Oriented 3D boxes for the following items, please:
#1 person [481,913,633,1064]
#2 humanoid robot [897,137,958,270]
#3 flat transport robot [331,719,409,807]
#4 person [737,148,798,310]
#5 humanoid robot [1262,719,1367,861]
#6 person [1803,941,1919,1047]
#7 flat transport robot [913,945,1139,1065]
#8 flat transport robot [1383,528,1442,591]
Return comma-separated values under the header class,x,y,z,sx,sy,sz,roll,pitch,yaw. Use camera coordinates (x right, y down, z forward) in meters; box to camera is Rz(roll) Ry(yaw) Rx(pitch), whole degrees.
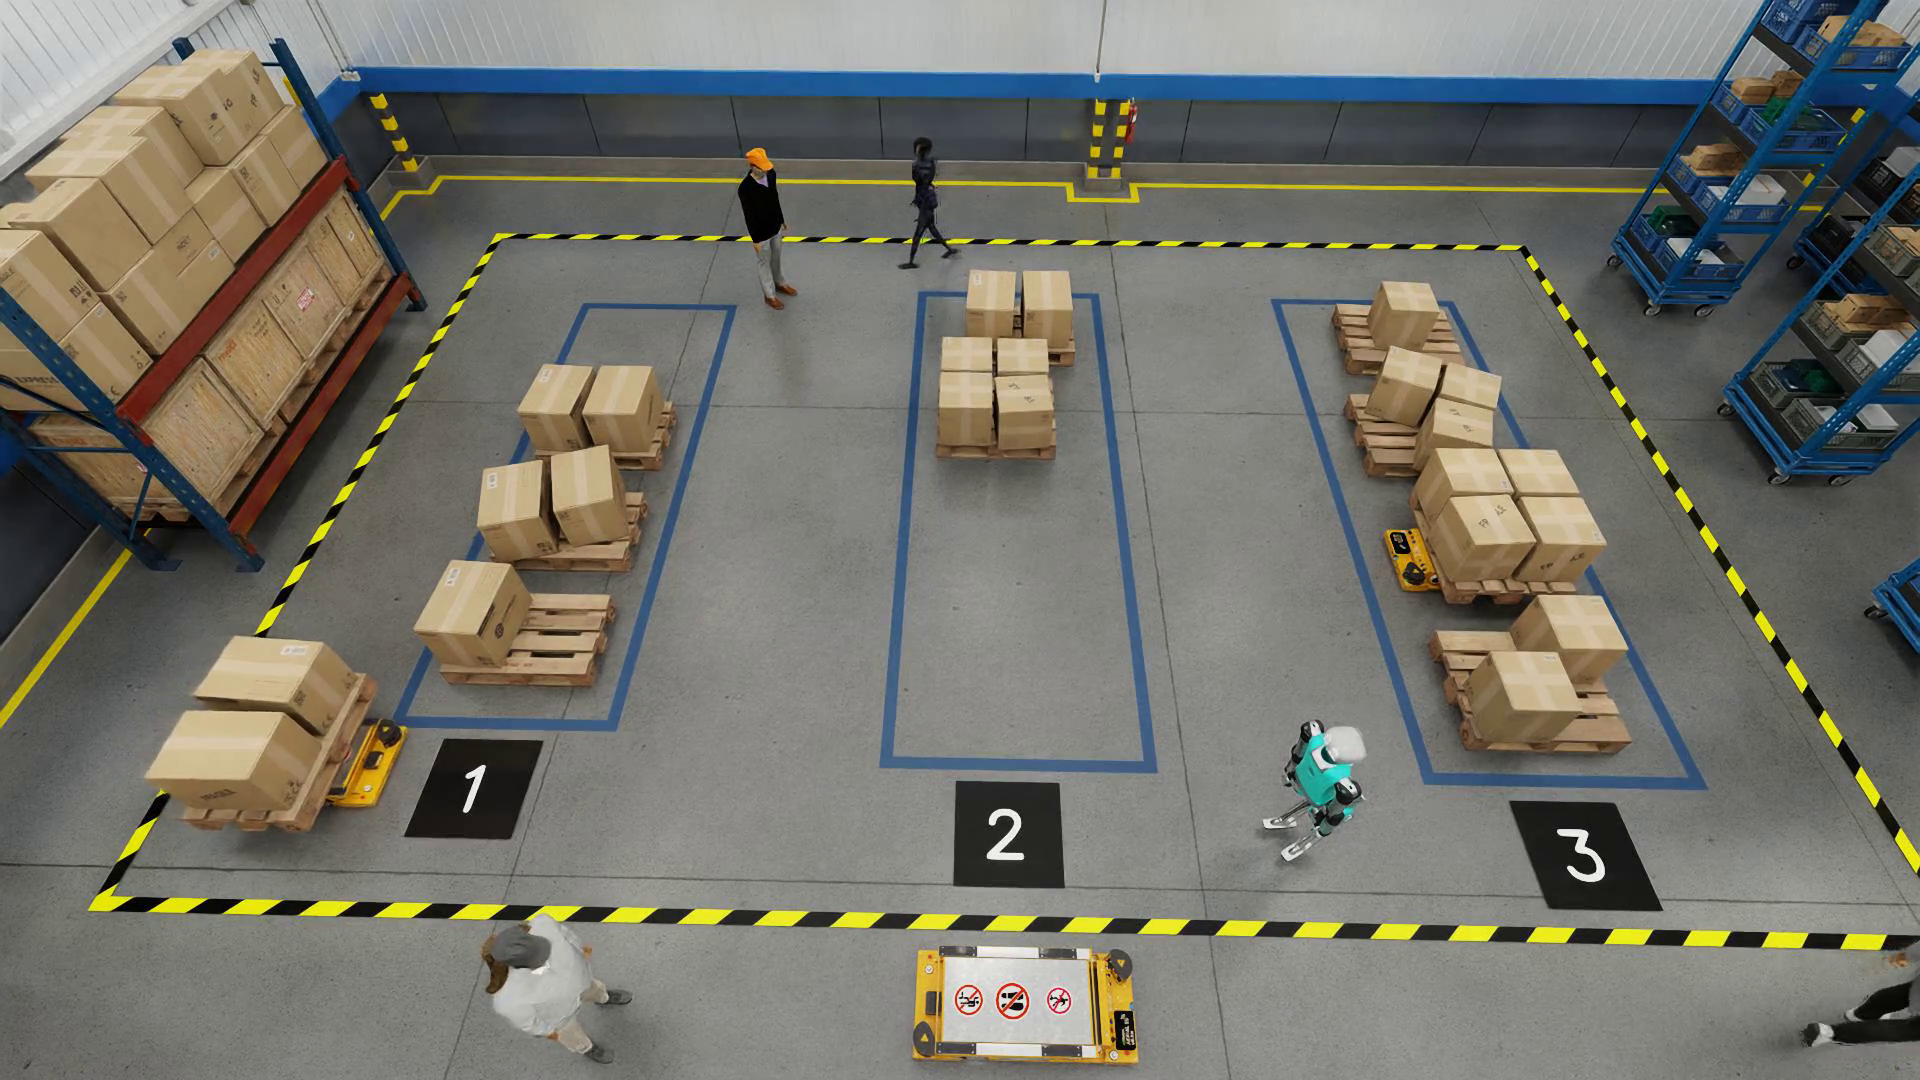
class,x,y,z,sx,sy,sz,roll,pitch,yaw
person,-2.361,2.629,5.376,0.400,1.766,0.561,6,51,5
humanoid robot,-0.385,-3.978,10.851,0.769,1.639,0.600,-7,51,-6
flat transport robot,-5.133,1.702,7.081,1.431,0.197,0.652,1,51,1
person,-2.159,-3.500,10.301,0.379,1.879,0.584,22,54,17
humanoid robot,2.495,1.656,6.103,0.735,1.674,0.533,-13,52,-10
person,5.756,2.630,5.329,0.704,1.834,0.579,-1,51,-1
flat transport robot,0.422,3.041,6.007,1.431,0.231,0.659,1,51,1
flat transport robot,4.689,0.155,8.342,1.431,0.197,0.652,1,51,1
